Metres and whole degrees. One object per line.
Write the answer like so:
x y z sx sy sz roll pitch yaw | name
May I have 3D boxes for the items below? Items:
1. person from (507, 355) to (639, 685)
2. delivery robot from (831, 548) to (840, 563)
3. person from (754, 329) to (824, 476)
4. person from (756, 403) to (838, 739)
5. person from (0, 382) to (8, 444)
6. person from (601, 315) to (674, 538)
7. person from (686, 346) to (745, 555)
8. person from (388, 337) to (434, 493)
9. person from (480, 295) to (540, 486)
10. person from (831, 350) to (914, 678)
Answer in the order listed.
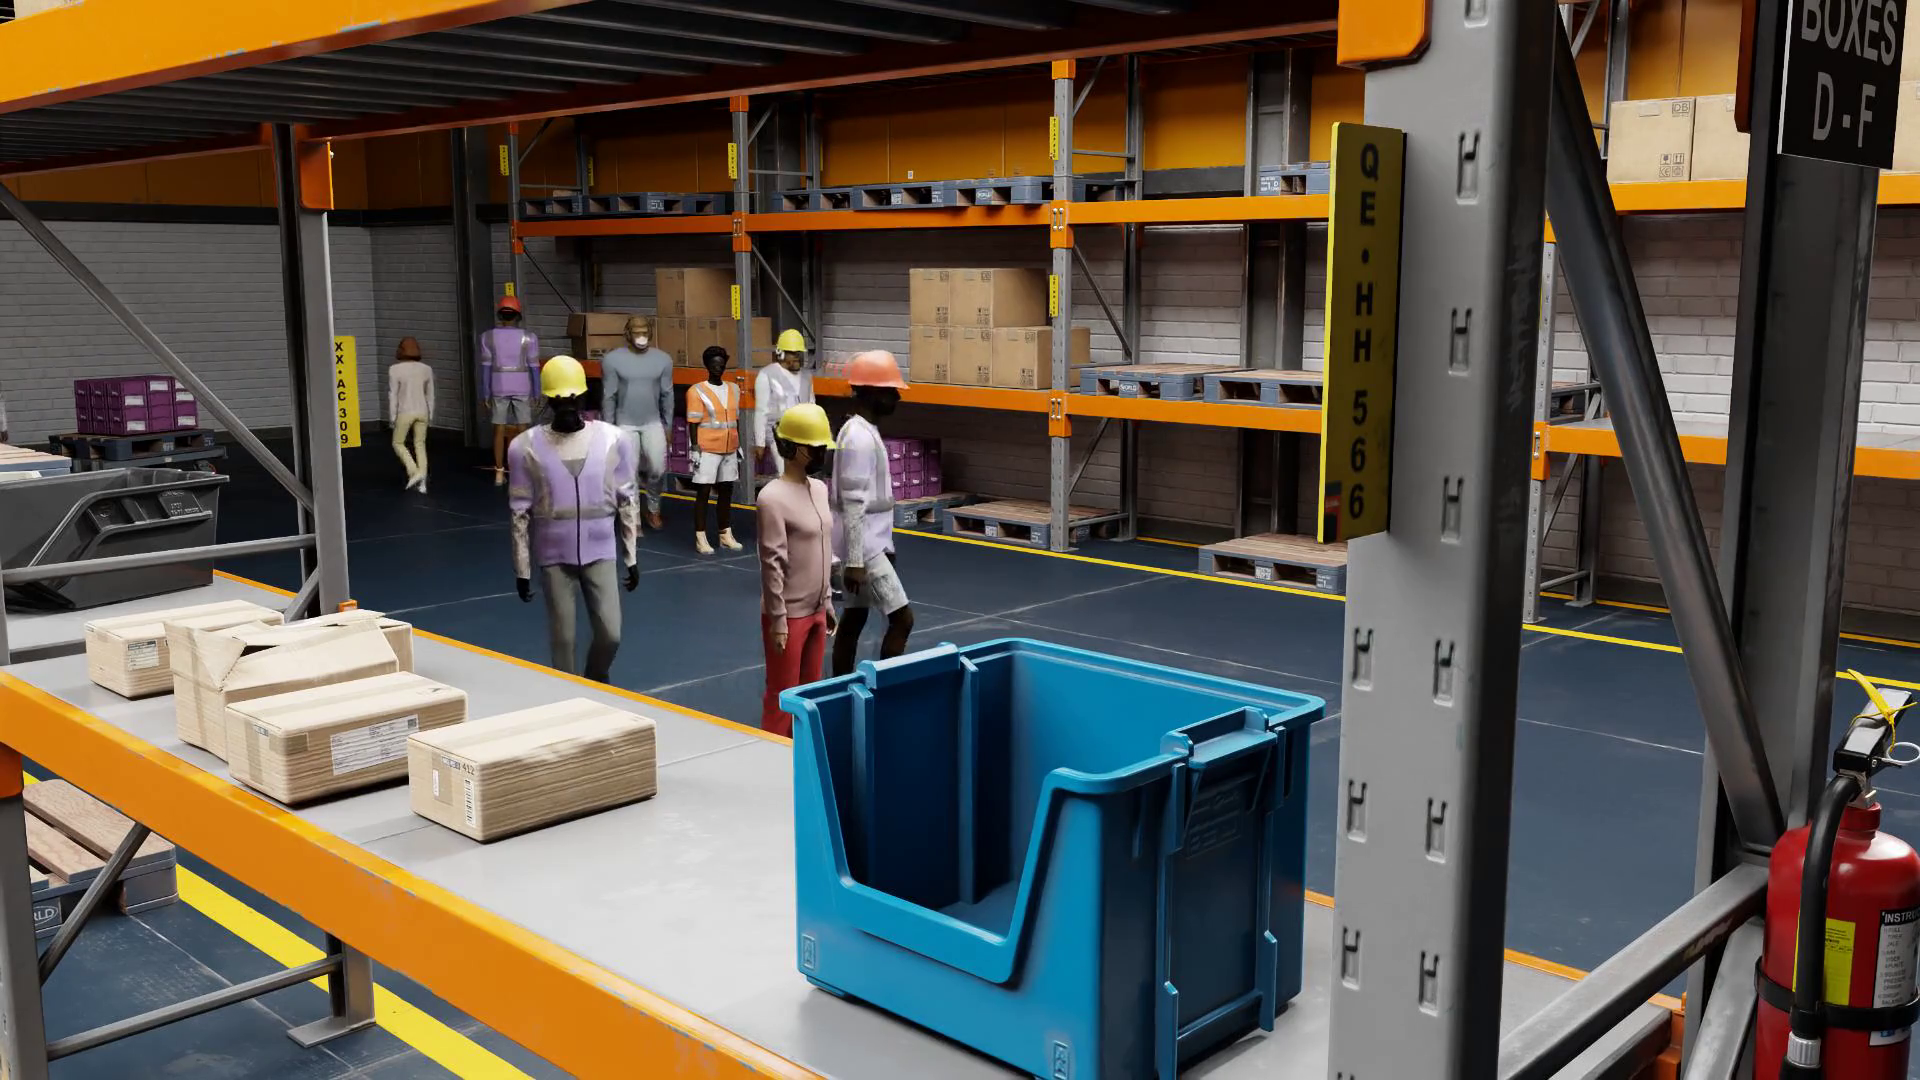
-1.847 0.070 7.981 0.607 1.908 0.422 -3 10 -19 | person
-1.029 0.076 11.805 0.707 0.478 0.477 2 9 10 | delivery robot
-1.387 -0.853 13.939 0.577 1.804 0.608 8 12 40 | person
-0.663 0.307 6.987 0.318 1.764 0.522 4 10 21 | person
-8.804 -1.023 14.740 0.758 1.898 0.577 6 11 34 | person
-2.767 -0.971 14.336 0.642 1.926 0.433 -3 10 -19 | person
-1.984 -0.734 13.556 0.316 1.699 0.542 9 13 43 | person
-5.664 -1.280 17.152 0.344 1.618 0.519 9 13 43 | person
-4.803 -1.592 17.821 0.614 2.038 0.397 -1 9 -8 | person
-0.360 0.031 8.189 0.680 1.915 0.580 -1 9 -3 | person
